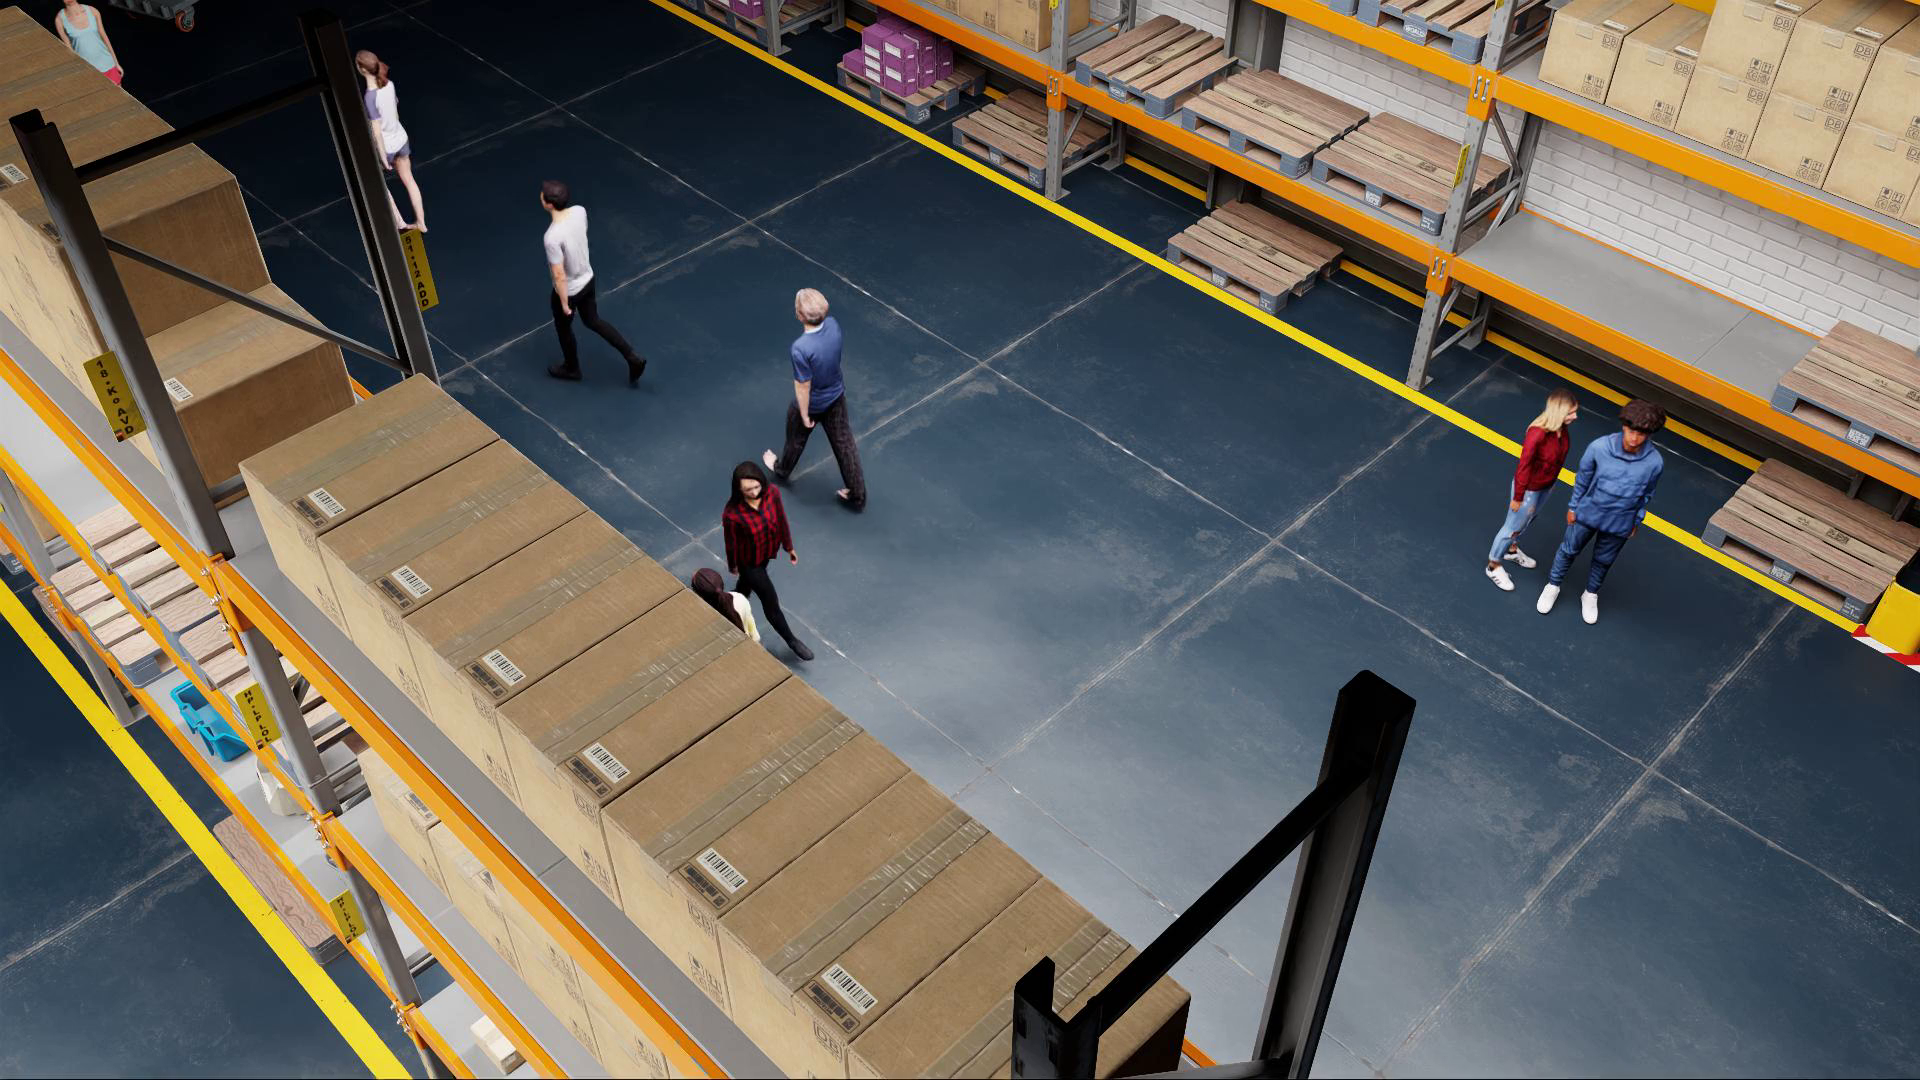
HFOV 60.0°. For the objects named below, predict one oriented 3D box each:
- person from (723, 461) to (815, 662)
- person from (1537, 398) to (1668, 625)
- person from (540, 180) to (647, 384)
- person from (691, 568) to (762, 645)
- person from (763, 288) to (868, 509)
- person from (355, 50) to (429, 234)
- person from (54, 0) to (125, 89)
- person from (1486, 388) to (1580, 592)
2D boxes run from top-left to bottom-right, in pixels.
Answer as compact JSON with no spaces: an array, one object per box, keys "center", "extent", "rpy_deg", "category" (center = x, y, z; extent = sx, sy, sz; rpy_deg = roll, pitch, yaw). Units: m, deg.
[{"center":[-1.419,0.053,10.974],"extent":[1.028,1.618,0.648],"rpy_deg":[29,51,27],"category":"person"},{"center":[4.316,-0.208,11.110],"extent":[0.664,1.811,0.812],"rpy_deg":[14,45,15],"category":"person"},{"center":[-2.917,-1.951,12.920],"extent":[1.190,1.838,0.904],"rpy_deg":[18,46,18],"category":"person"},{"center":[-1.372,0.848,10.148],"extent":[0.851,1.608,0.712],"rpy_deg":[27,50,25],"category":"person"},{"center":[-0.930,-0.968,11.900],"extent":[1.112,1.821,0.666],"rpy_deg":[34,53,30],"category":"person"},{"center":[-4.918,-3.430,14.535],"extent":[0.737,1.750,0.677],"rpy_deg":[18,46,18],"category":"person"},{"center":[-8.070,-4.394,15.537],"extent":[0.592,1.765,0.570],"rpy_deg":[-33,52,-29],"category":"person"},{"center":[3.945,-0.386,11.424],"extent":[0.494,1.634,0.596],"rpy_deg":[34,53,30],"category":"person"}]
